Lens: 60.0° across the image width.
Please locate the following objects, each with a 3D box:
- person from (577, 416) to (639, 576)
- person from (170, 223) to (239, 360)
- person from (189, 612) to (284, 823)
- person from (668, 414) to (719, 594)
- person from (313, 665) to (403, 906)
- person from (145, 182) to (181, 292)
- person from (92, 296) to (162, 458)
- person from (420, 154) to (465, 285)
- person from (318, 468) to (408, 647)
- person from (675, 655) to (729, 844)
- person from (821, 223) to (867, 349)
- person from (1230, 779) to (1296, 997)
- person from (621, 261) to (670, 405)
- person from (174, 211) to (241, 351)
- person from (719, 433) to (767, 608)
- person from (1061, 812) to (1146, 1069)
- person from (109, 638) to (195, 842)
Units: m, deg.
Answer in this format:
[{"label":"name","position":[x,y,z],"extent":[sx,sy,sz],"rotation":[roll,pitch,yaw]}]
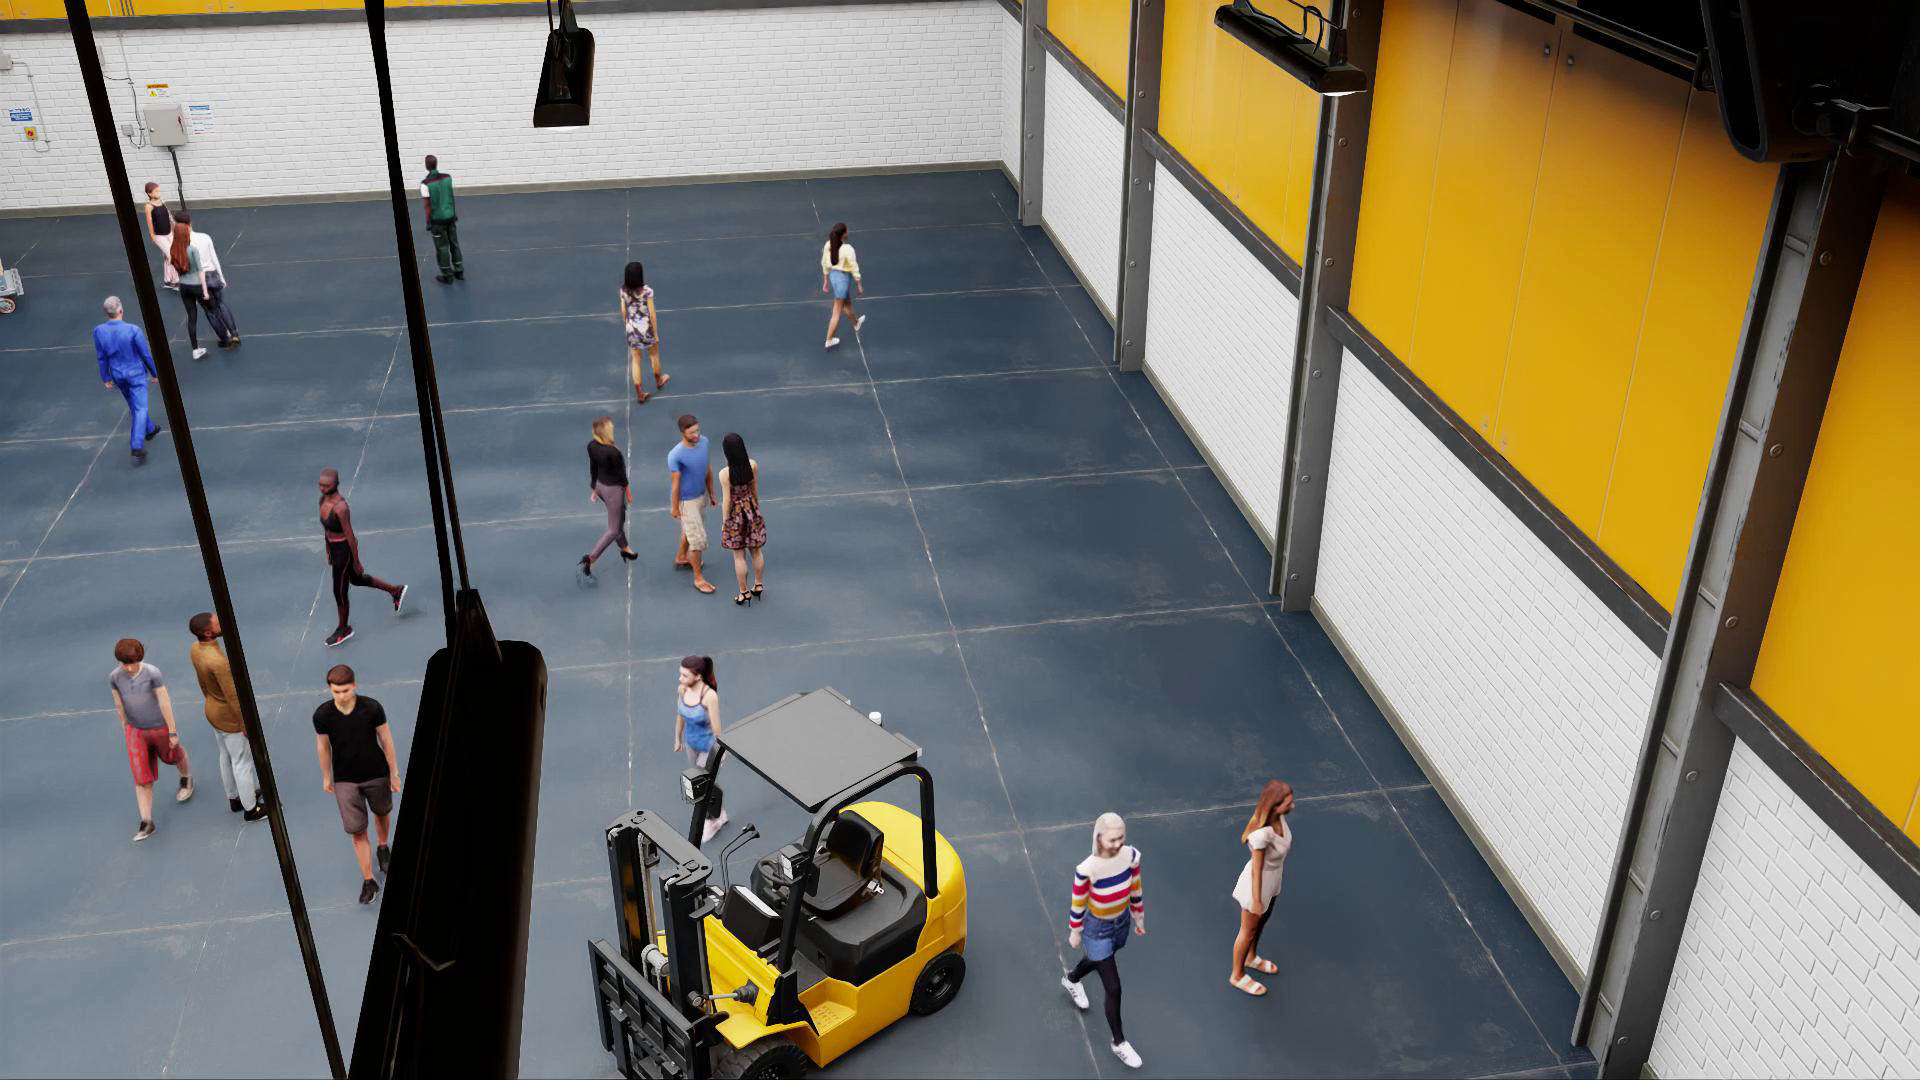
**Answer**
[{"label":"person","position":[-3.455,-0.379,16.158],"extent":[0.997,1.641,0.981],"rotation":[25,37,38]},{"label":"person","position":[-9.787,-3.137,21.149],"extent":[0.874,1.704,1.131],"rotation":[6,29,11]},{"label":"person","position":[-5.650,1.351,12.802],"extent":[0.690,1.816,0.783],"rotation":[24,37,37]},{"label":"person","position":[-2.628,-0.414,16.030],"extent":[1.066,1.825,1.015],"rotation":[15,32,26]},{"label":"person","position":[-4.388,1.659,12.212],"extent":[0.801,1.841,1.044],"rotation":[-10,30,-17]},{"label":"person","position":[-11.257,-4.270,23.387],"extent":[0.721,1.549,0.731],"rotation":[5,29,10]},{"label":"person","position":[-9.299,-1.782,18.578],"extent":[0.858,1.786,1.216],"rotation":[-1,29,-1]},{"label":"person","position":[-7.363,-4.564,23.624],"extent":[0.826,1.838,0.772],"rotation":[19,34,31]},{"label":"person","position":[-5.526,0.102,15.183],"extent":[1.053,1.729,1.107],"rotation":[-23,36,-36]},{"label":"person","position":[-1.899,1.545,12.675],"extent":[0.700,1.597,0.772],"rotation":[25,37,37]},{"label":"person","position":[-1.590,-3.255,21.499],"extent":[1.126,1.574,1.185],"rotation":[19,34,30]},{"label":"person","position":[2.023,2.300,11.191],"extent":[0.728,1.693,0.657],"rotation":[16,32,26]},{"label":"person","position":[-3.855,-2.454,19.888],"extent":[0.838,1.711,1.032],"rotation":[6,29,10]},{"label":"person","position":[-9.627,-3.262,21.228],"extent":[0.825,1.846,0.874],"rotation":[-20,34,-32]},{"label":"person","position":[-2.057,-0.193,15.676],"extent":[0.799,1.775,0.841],"rotation":[-24,37,-37]},{"label":"person","position":[0.898,2.474,10.793],"extent":[0.960,1.770,1.217],"rotation":[-17,33,-29]},{"label":"person","position":[-6.234,1.424,12.892],"extent":[0.649,1.603,1.145],"rotation":[-3,29,-5]}]
